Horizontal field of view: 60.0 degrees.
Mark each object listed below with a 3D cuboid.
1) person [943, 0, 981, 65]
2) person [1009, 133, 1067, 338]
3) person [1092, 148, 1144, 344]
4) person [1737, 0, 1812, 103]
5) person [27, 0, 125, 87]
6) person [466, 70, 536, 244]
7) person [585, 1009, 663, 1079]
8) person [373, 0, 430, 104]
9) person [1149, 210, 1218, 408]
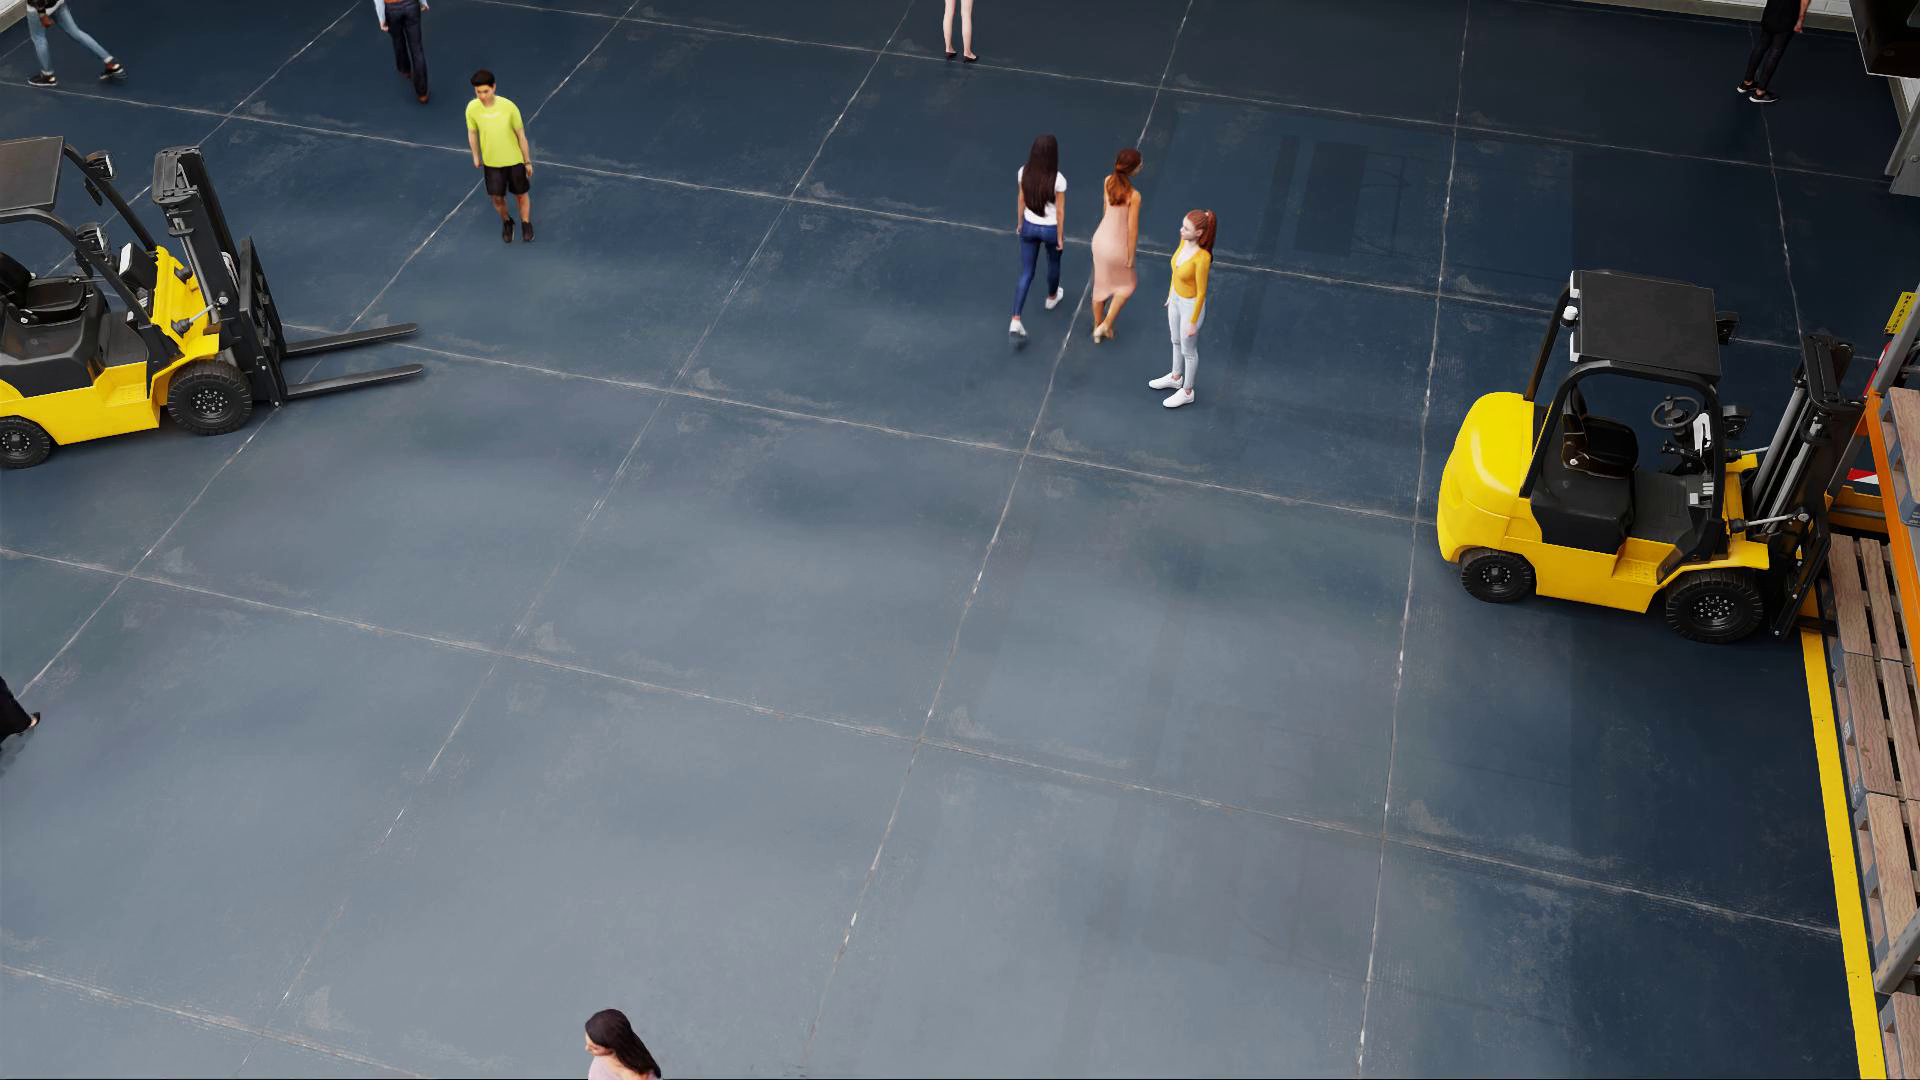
[{"bbox_3d":[-0.010,-5.764,17.012,0.628,1.830,0.583,21,48,21],"label":"person"},{"bbox_3d":[0.620,-2.453,13.601,0.734,1.741,1.189,17,46,17],"label":"person"},{"bbox_3d":[1.180,-2.312,13.396,0.743,1.820,0.776,32,52,29],"label":"person"},{"bbox_3d":[8.172,-5.270,16.468,0.839,1.865,0.715,-11,45,-11],"label":"person"},{"bbox_3d":[-9.034,-5.367,16.630,0.971,1.782,1.229,1,44,1],"label":"person"},{"bbox_3d":[-4.019,-3.424,14.656,0.768,1.691,0.770,-8,44,-9],"label":"person"},{"bbox_3d":[-1.471,2.758,8.099,0.970,1.785,0.863,-32,52,-29],"label":"person"},{"bbox_3d":[-5.504,-5.176,16.445,1.029,1.760,1.185,-13,45,-14],"label":"person"},{"bbox_3d":[1.764,-1.811,12.920,0.751,1.750,0.658,-13,45,-14],"label":"person"}]
